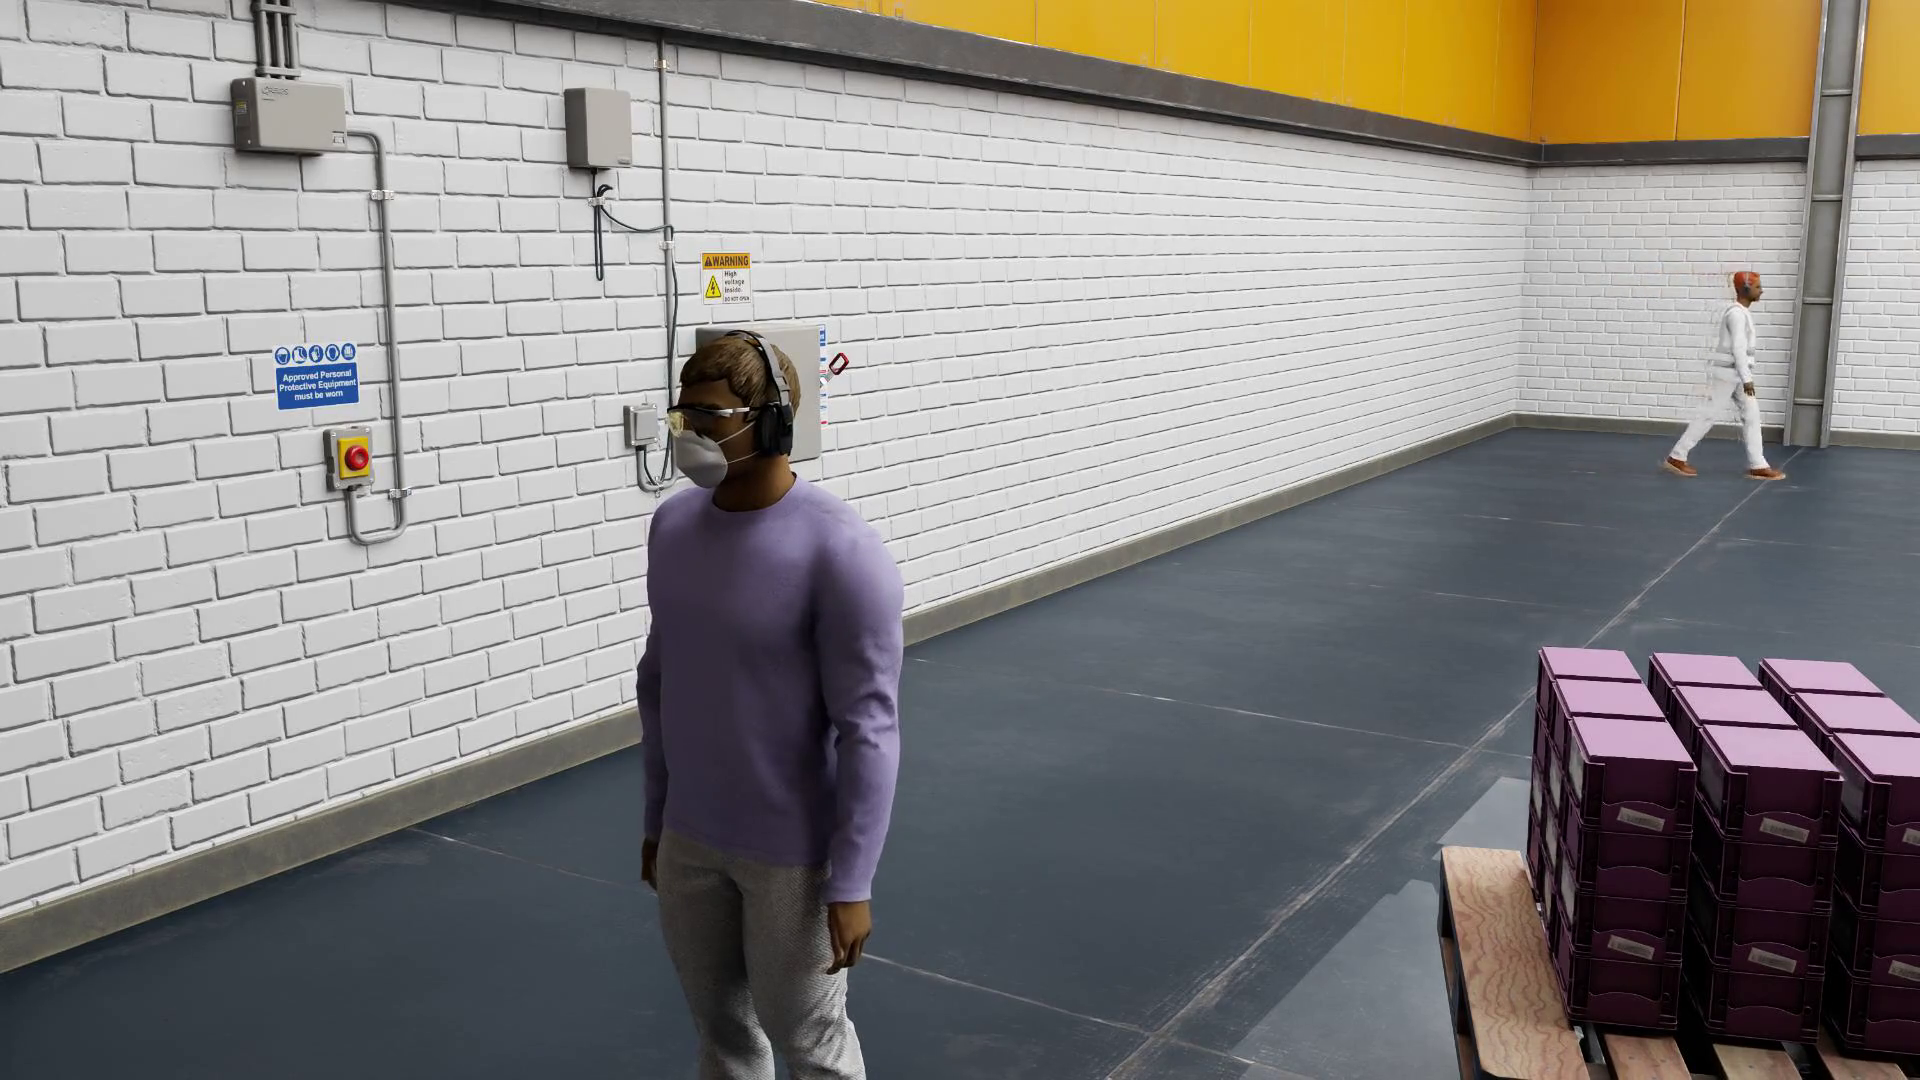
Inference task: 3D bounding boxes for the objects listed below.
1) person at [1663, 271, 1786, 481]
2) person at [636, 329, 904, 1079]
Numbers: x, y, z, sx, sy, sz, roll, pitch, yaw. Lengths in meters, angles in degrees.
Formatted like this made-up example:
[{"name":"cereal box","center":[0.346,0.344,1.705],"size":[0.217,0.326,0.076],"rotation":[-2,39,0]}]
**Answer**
[{"name":"person","center":[6.765,-1.449,14.664],"size":[0.977,1.844,0.570],"rotation":[7,12,34]},{"name":"person","center":[-0.386,0.577,3.151],"size":[0.627,1.940,0.372],"rotation":[8,13,39]}]
